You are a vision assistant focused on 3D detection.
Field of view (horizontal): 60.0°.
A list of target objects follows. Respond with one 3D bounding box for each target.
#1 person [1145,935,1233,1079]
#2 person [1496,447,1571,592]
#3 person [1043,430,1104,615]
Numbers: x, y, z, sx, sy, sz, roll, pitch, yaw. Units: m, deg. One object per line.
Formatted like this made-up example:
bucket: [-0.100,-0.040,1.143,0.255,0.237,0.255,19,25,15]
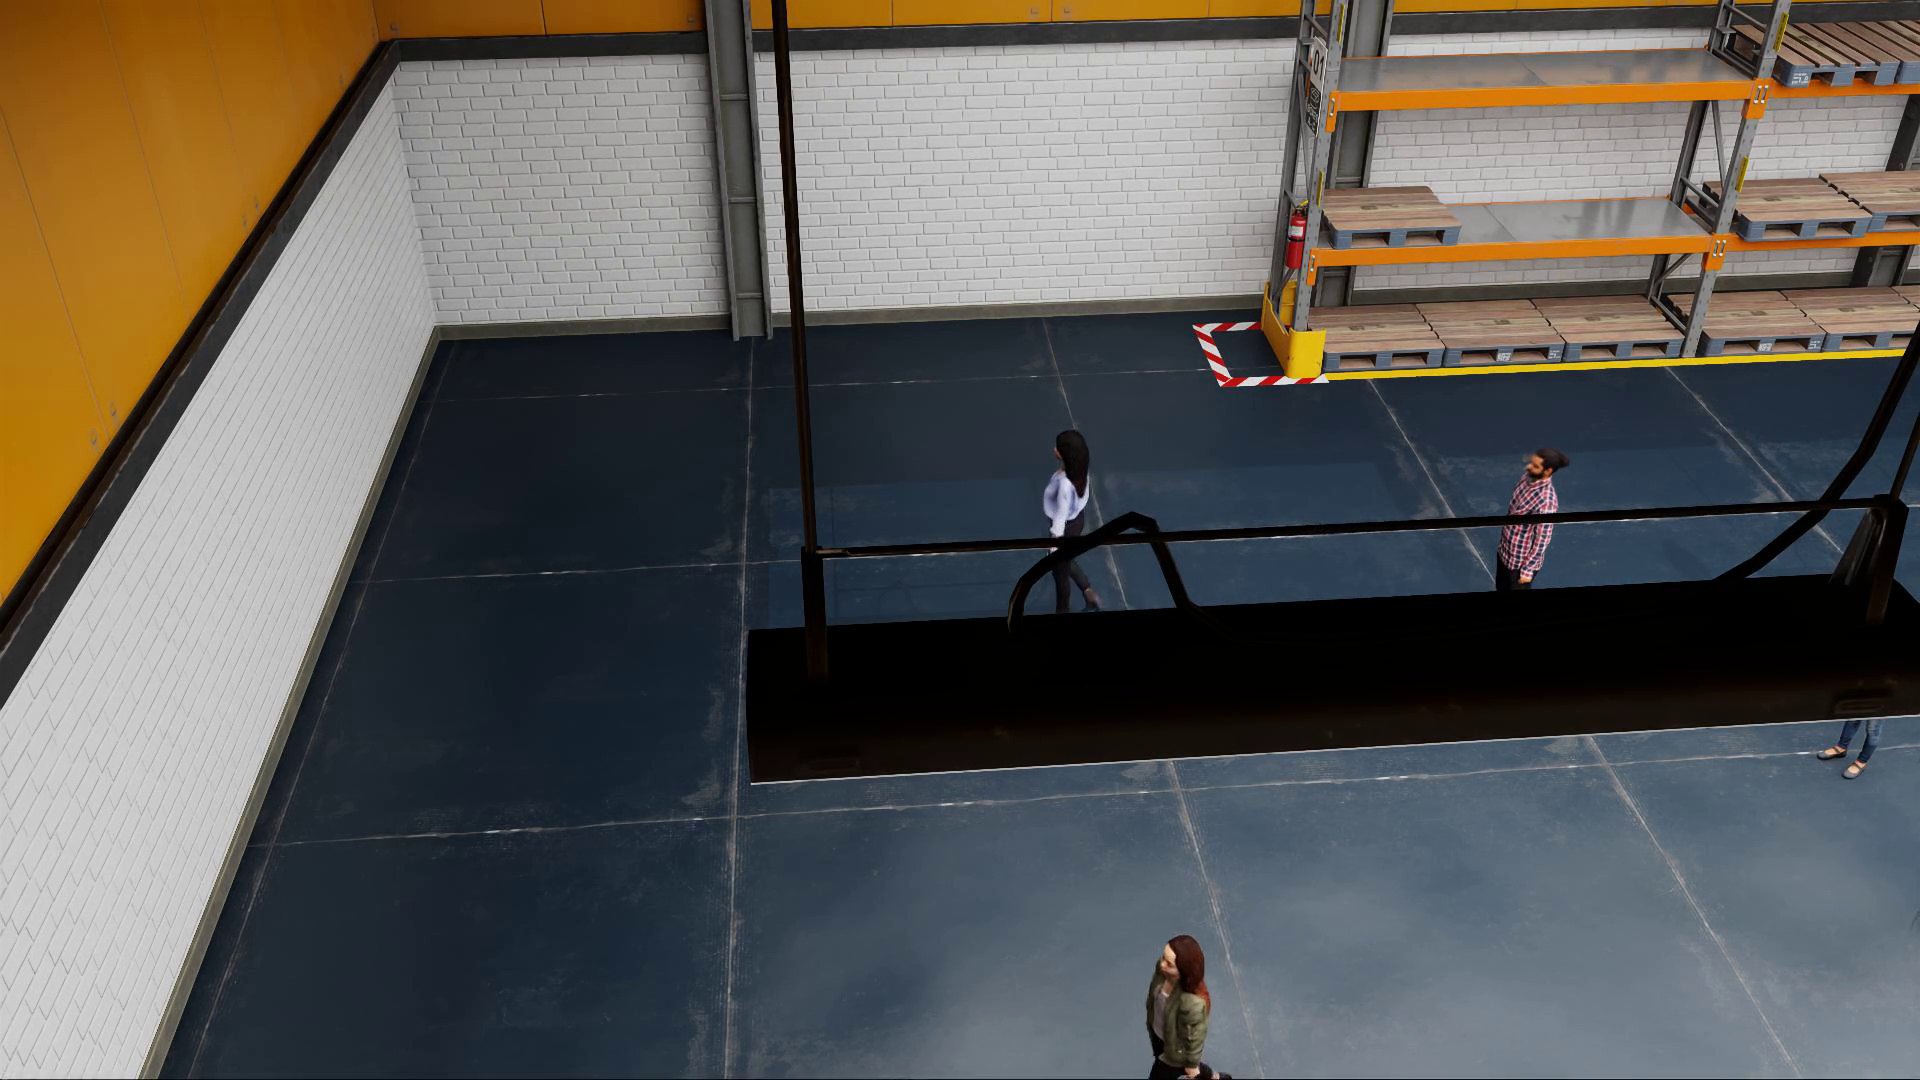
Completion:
person: [1.170,2.582,8.638,1.019,1.453,0.749,-11,35,-16]
person: [4.089,0.085,12.117,0.595,1.760,0.680,-2,34,-3]
person: [0.867,-0.046,12.336,0.841,1.737,0.794,10,35,15]
